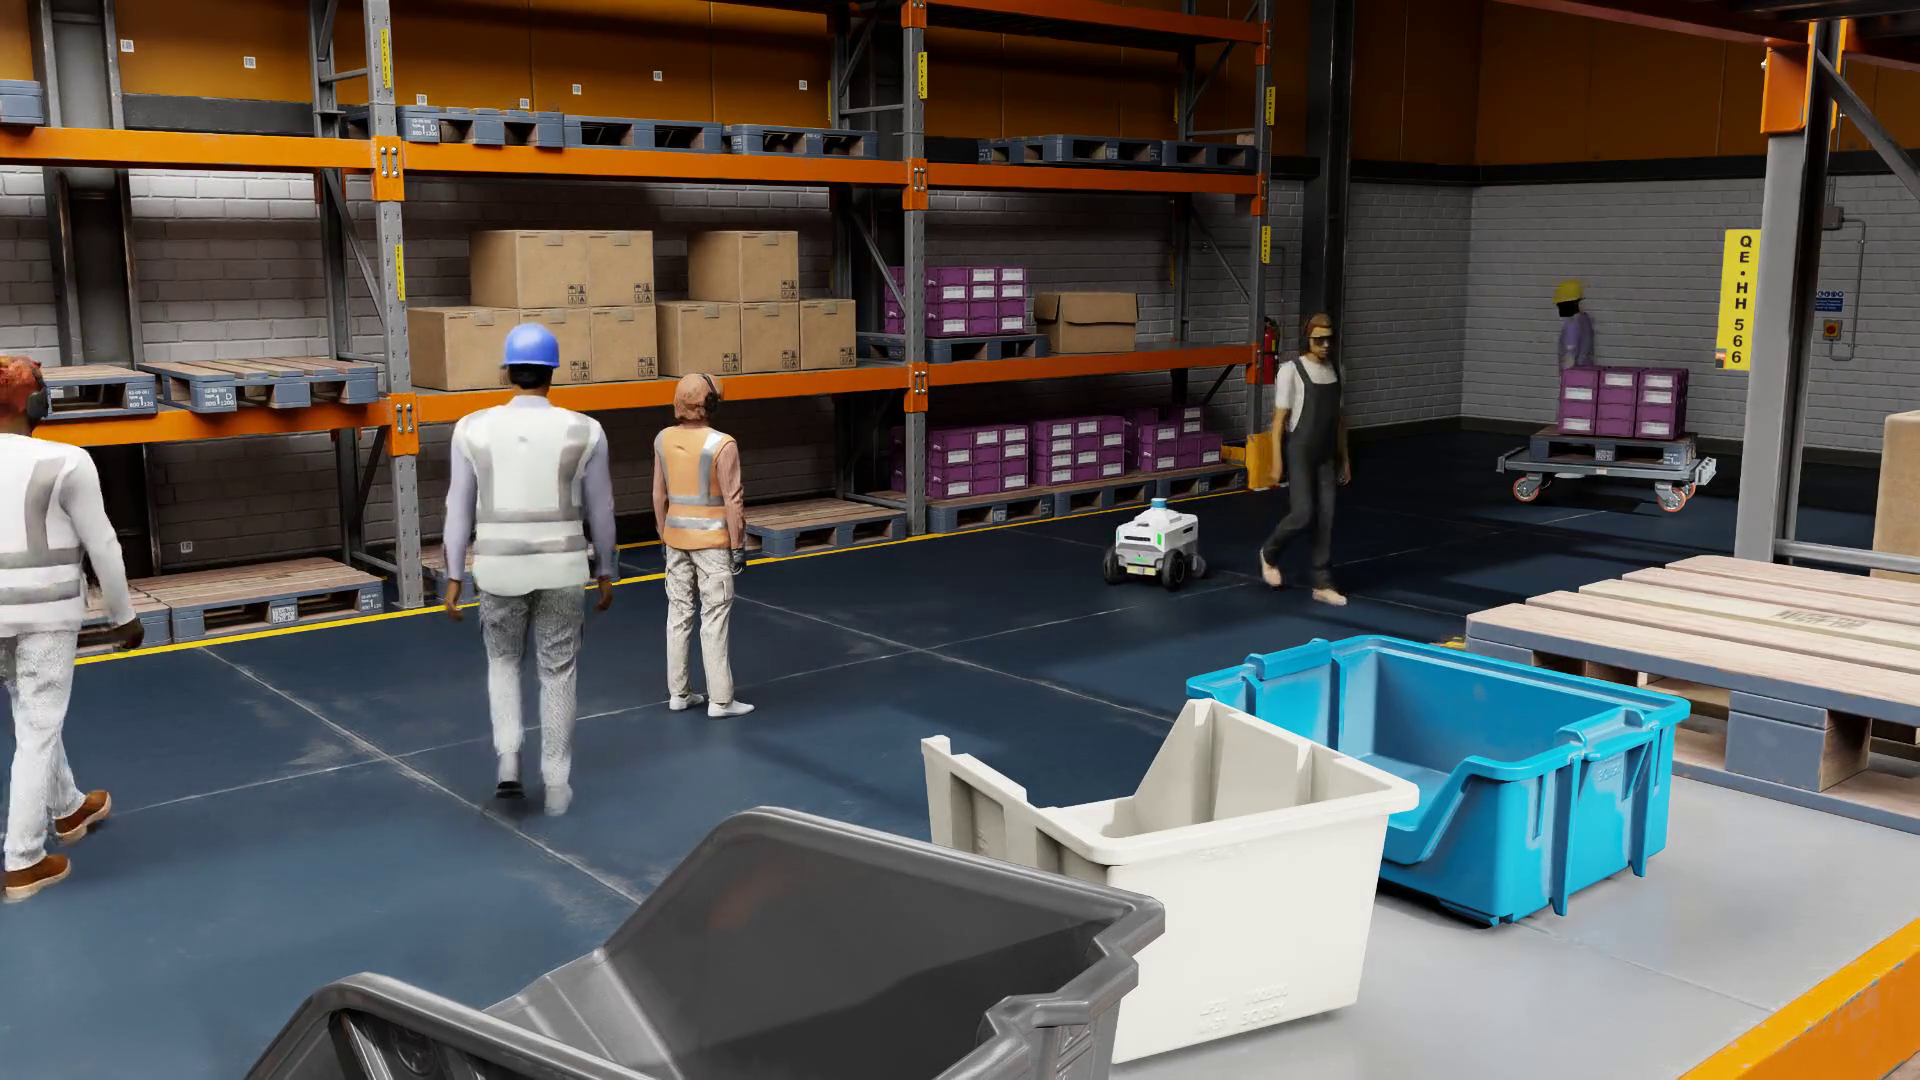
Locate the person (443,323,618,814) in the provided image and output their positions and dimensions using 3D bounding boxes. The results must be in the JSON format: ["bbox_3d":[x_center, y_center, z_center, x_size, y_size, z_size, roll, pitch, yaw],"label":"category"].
[{"bbox_3d":[-1.685,0.117,6.565,0.674,1.923,0.474,-2,10,-10],"label":"person"}]

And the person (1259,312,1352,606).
[{"bbox_3d":[2.163,-0.511,10.386,0.601,1.827,0.579,-6,12,-31],"label":"person"}]

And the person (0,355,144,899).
[{"bbox_3d":[-3.246,0.266,5.948,0.584,1.845,0.909,1,10,6],"label":"person"}]

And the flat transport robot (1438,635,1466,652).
[{"bbox_3d":[2.408,0.708,7.882,0.652,0.197,1.431,6,12,32],"label":"flat transport robot"}]

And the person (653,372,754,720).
[{"bbox_3d":[-1.222,0.031,7.846,0.525,1.636,0.307,7,12,33],"label":"person"}]

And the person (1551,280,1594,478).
[{"bbox_3d":[5.812,-1.507,15.755,0.501,1.893,0.637,5,11,25],"label":"person"}]

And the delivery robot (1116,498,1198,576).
[{"bbox_3d":[1.305,-0.033,10.973,0.477,0.478,0.707,6,11,28],"label":"delivery robot"}]
